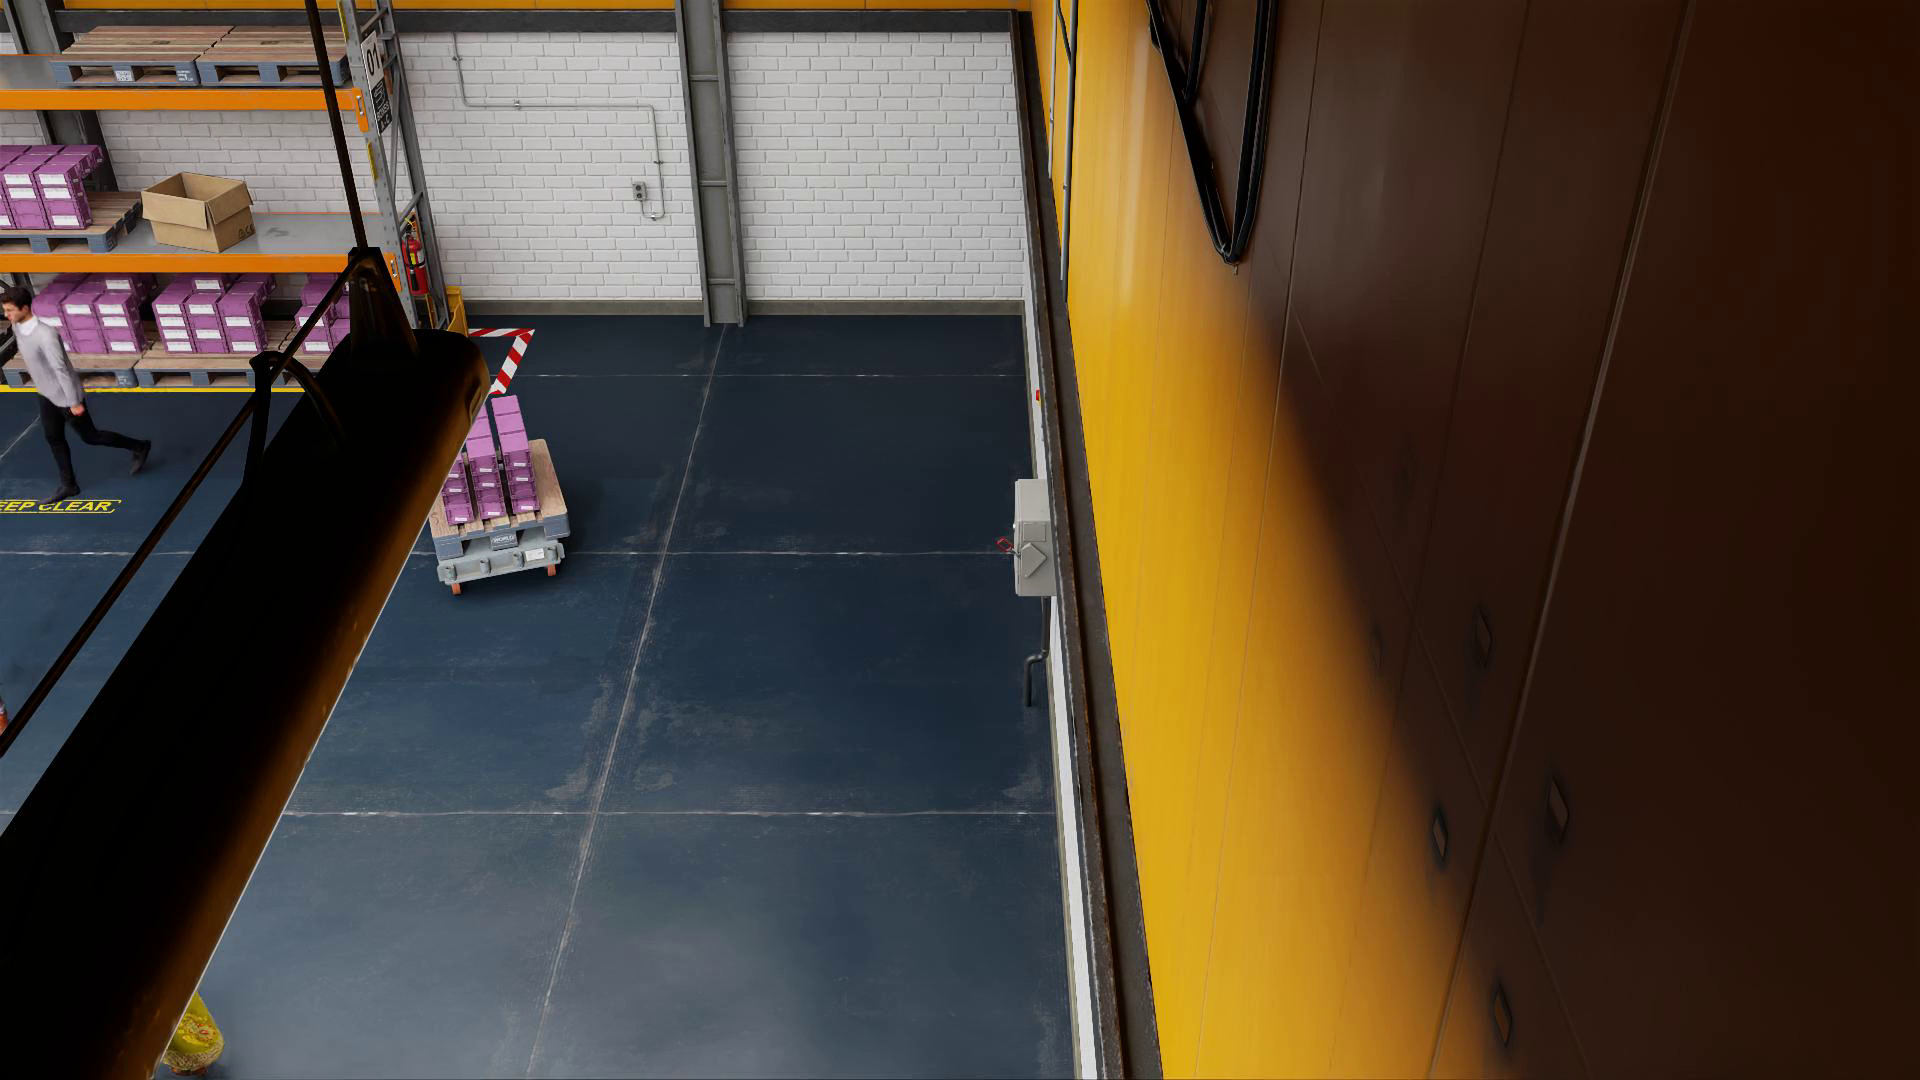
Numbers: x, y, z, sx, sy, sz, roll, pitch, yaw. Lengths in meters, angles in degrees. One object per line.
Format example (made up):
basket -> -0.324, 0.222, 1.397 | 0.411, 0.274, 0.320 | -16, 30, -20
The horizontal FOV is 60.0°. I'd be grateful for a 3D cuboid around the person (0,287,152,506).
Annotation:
person -> -7.231, -1.244, 13.542 | 1.286, 1.897, 1.248 | 21, 39, 28
